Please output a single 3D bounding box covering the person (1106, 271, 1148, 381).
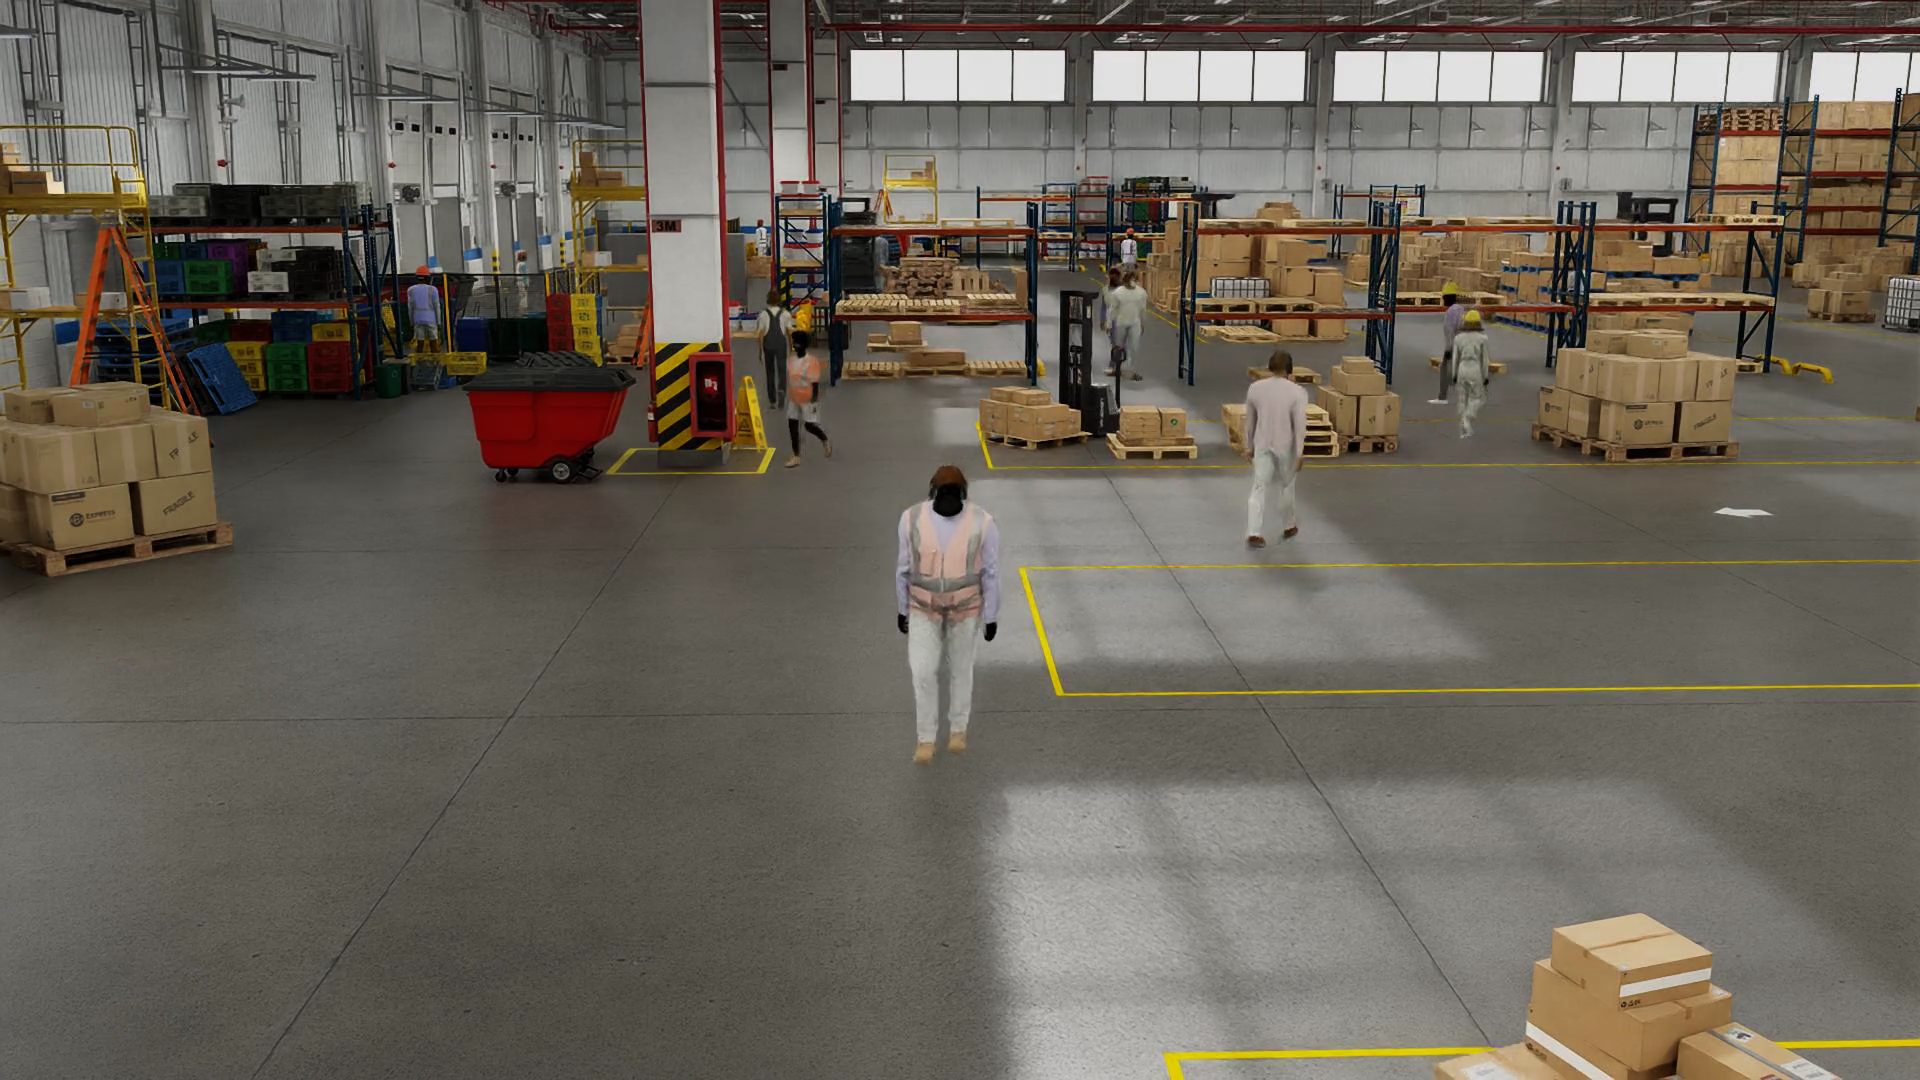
[{"bbox_3d":[2.882,-3.702,28.762,0.697,1.876,0.969,1,13,4],"label":"person"}]

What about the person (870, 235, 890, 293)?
[{"bbox_3d":[-2.409,-8.295,49.366,0.643,1.926,0.433,1,13,4],"label":"person"}]

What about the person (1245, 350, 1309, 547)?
[{"bbox_3d":[3.027,-0.883,15.985,0.644,1.891,1.005,7,14,29],"label":"person"}]

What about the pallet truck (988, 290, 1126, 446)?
[{"bbox_3d":[1.257,-2.299,22.111,1.885,1.965,0.823,-9,15,-35],"label":"pallet truck"}]

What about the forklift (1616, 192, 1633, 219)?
[{"bbox_3d":[24.112,-11.266,60.588,1.873,2.768,1.129,8,15,33],"label":"forklift"}]

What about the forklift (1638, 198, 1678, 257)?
[{"bbox_3d":[19.187,-8.016,45.914,1.129,2.768,1.873,0,12,-2],"label":"forklift"}]

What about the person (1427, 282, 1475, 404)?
[{"bbox_3d":[7.661,-2.997,25.523,0.784,1.899,0.589,6,14,24],"label":"person"}]

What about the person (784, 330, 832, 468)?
[{"bbox_3d":[-1.872,-1.726,20.246,0.539,1.672,0.650,10,16,37],"label":"person"}]

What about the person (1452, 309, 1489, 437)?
[{"bbox_3d":[6.883,-2.239,22.429,0.511,1.728,0.372,9,15,34],"label":"person"}]

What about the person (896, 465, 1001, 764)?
[{"bbox_3d":[-0.082,0.458,10.066,0.649,1.816,0.705,1,13,4],"label":"person"}]

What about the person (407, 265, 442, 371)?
[{"bbox_3d":[-9.405,-3.854,29.270,0.551,1.933,0.364,-1,13,-3],"label":"person"}]

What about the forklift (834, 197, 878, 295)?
[{"bbox_3d":[-3.061,-8.503,48.113,1.129,2.768,1.873,-2,13,-10],"label":"forklift"}]

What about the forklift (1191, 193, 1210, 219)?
[{"bbox_3d":[8.169,-10.438,56.847,1.873,2.768,1.129,7,14,29],"label":"forklift"}]

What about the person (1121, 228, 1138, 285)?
[{"bbox_3d":[4.956,-8.127,48.550,0.552,1.942,0.343,11,16,40],"label":"person"}]

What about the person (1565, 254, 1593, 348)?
[{"bbox_3d":[12.292,-4.725,33.152,0.603,1.959,0.379,-6,14,-26],"label":"person"}]

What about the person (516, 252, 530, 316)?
[{"bbox_3d":[-10.708,-6.241,40.749,0.312,1.633,0.521,-7,14,-28],"label":"person"}]

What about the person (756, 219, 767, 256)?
[{"bbox_3d":[-7.083,-10.455,59.199,0.356,1.883,0.574,6,14,25],"label":"person"}]

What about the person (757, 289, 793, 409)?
[{"bbox_3d":[-2.788,-2.867,25.094,0.512,1.824,0.586,-2,13,-7],"label":"person"}]

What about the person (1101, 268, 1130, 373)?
[{"bbox_3d":[2.849,-3.955,29.874,0.627,1.886,0.839,10,16,39],"label":"person"}]
